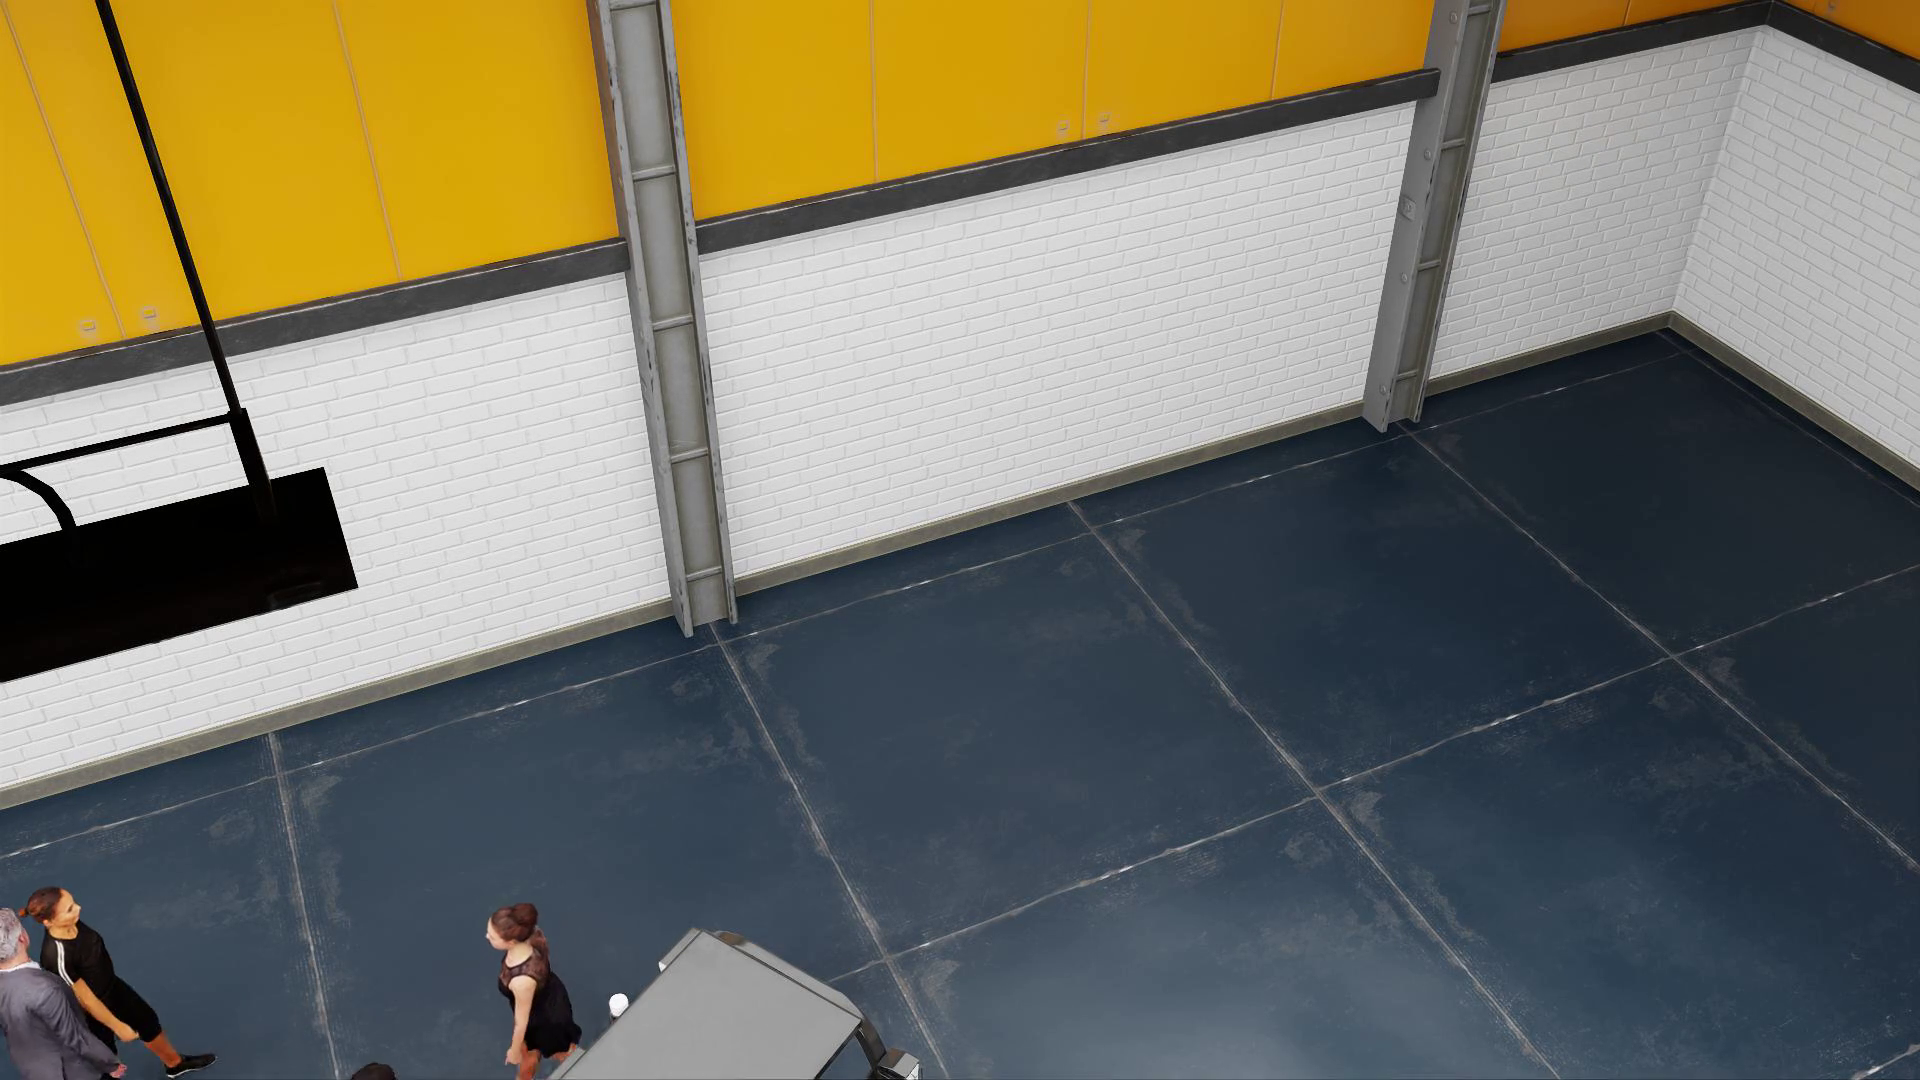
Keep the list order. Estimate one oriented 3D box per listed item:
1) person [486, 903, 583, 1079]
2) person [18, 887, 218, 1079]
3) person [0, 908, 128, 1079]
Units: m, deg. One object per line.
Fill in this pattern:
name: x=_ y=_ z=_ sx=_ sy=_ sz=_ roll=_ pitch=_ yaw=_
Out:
person: x=-2.010 y=2.374 z=8.364 sx=0.978 sy=1.653 sz=0.762 roll=-5 pitch=39 yaw=-6
person: x=-4.443 y=2.357 z=8.386 sx=0.844 sy=1.653 sz=0.702 roll=-6 pitch=39 yaw=-8
person: x=-4.372 y=2.541 z=8.032 sx=1.042 sy=1.808 sz=1.106 roll=19 pitch=42 yaw=22
